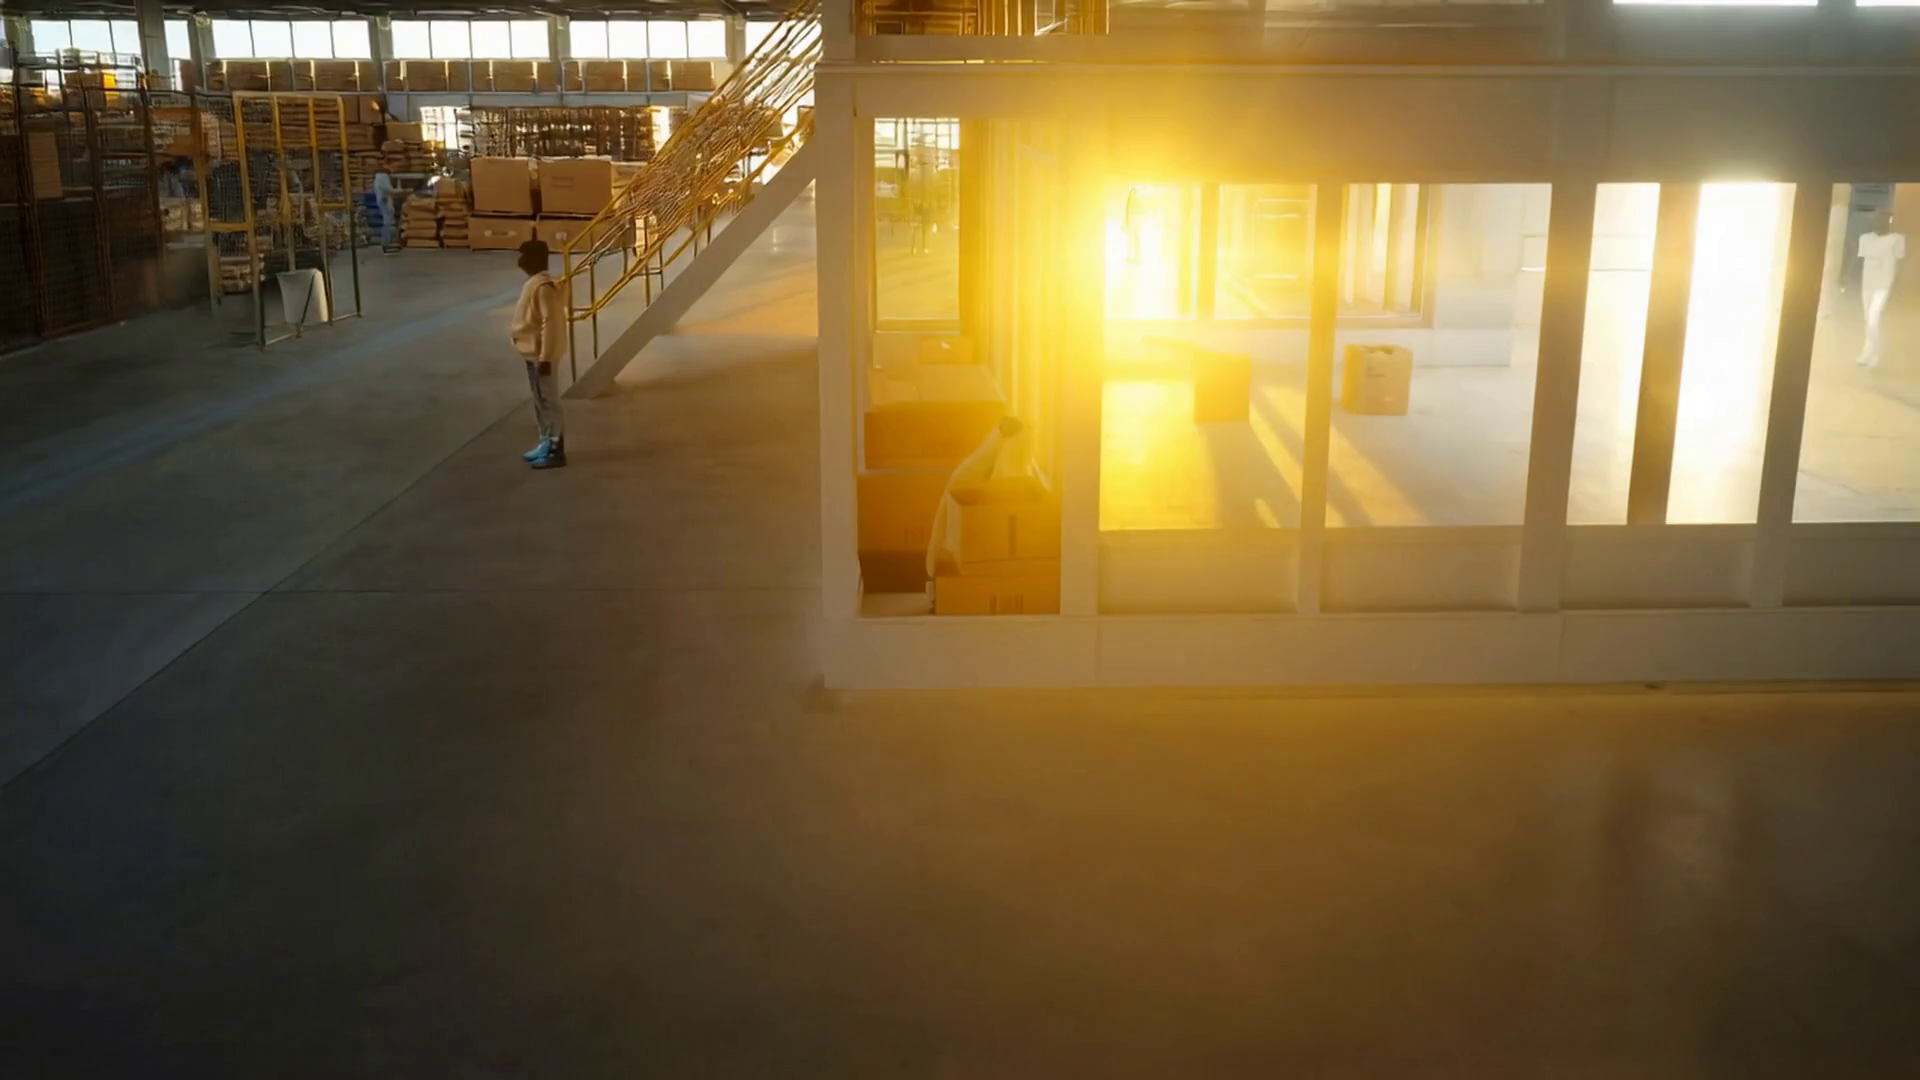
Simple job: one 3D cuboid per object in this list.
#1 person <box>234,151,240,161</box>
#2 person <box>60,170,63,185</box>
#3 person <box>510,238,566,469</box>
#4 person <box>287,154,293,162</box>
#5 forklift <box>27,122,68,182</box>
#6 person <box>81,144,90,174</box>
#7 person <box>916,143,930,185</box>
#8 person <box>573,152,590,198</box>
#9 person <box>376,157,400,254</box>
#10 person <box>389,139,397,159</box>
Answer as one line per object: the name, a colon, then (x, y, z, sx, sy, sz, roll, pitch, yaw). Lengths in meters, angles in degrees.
person: (-25.033, -12.634, 58.009, 0.609, 1.806, 0.583, -7, 16, -27)
person: (-17.751, -6.376, 32.864, 0.329, 1.873, 0.516, -13, 19, -42)
person: (-3.402, -1.506, 13.459, 0.429, 1.842, 0.633, -6, 15, -23)
person: (-24.029, -13.063, 59.978, 0.541, 1.675, 0.675, 1, 14, 5)
forklift: (-35.376, -14.773, 64.377, 1.129, 2.768, 1.873, -1, 14, -2)
person: (-35.962, -15.394, 68.811, 0.631, 1.916, 0.756, 3, 14, 13)
person: (-1.586, -16.707, 74.104, 0.619, 1.892, 0.659, 1, 14, 4)
person: (-14.273, -13.655, 62.263, 0.540, 1.720, 0.905, 7, 16, 25)
person: (-12.263, -7.142, 35.572, 0.380, 2.045, 0.605, -6, 15, -22)
person: (-27.960, -18.770, 82.151, 0.622, 1.992, 0.386, 13, 19, 41)
